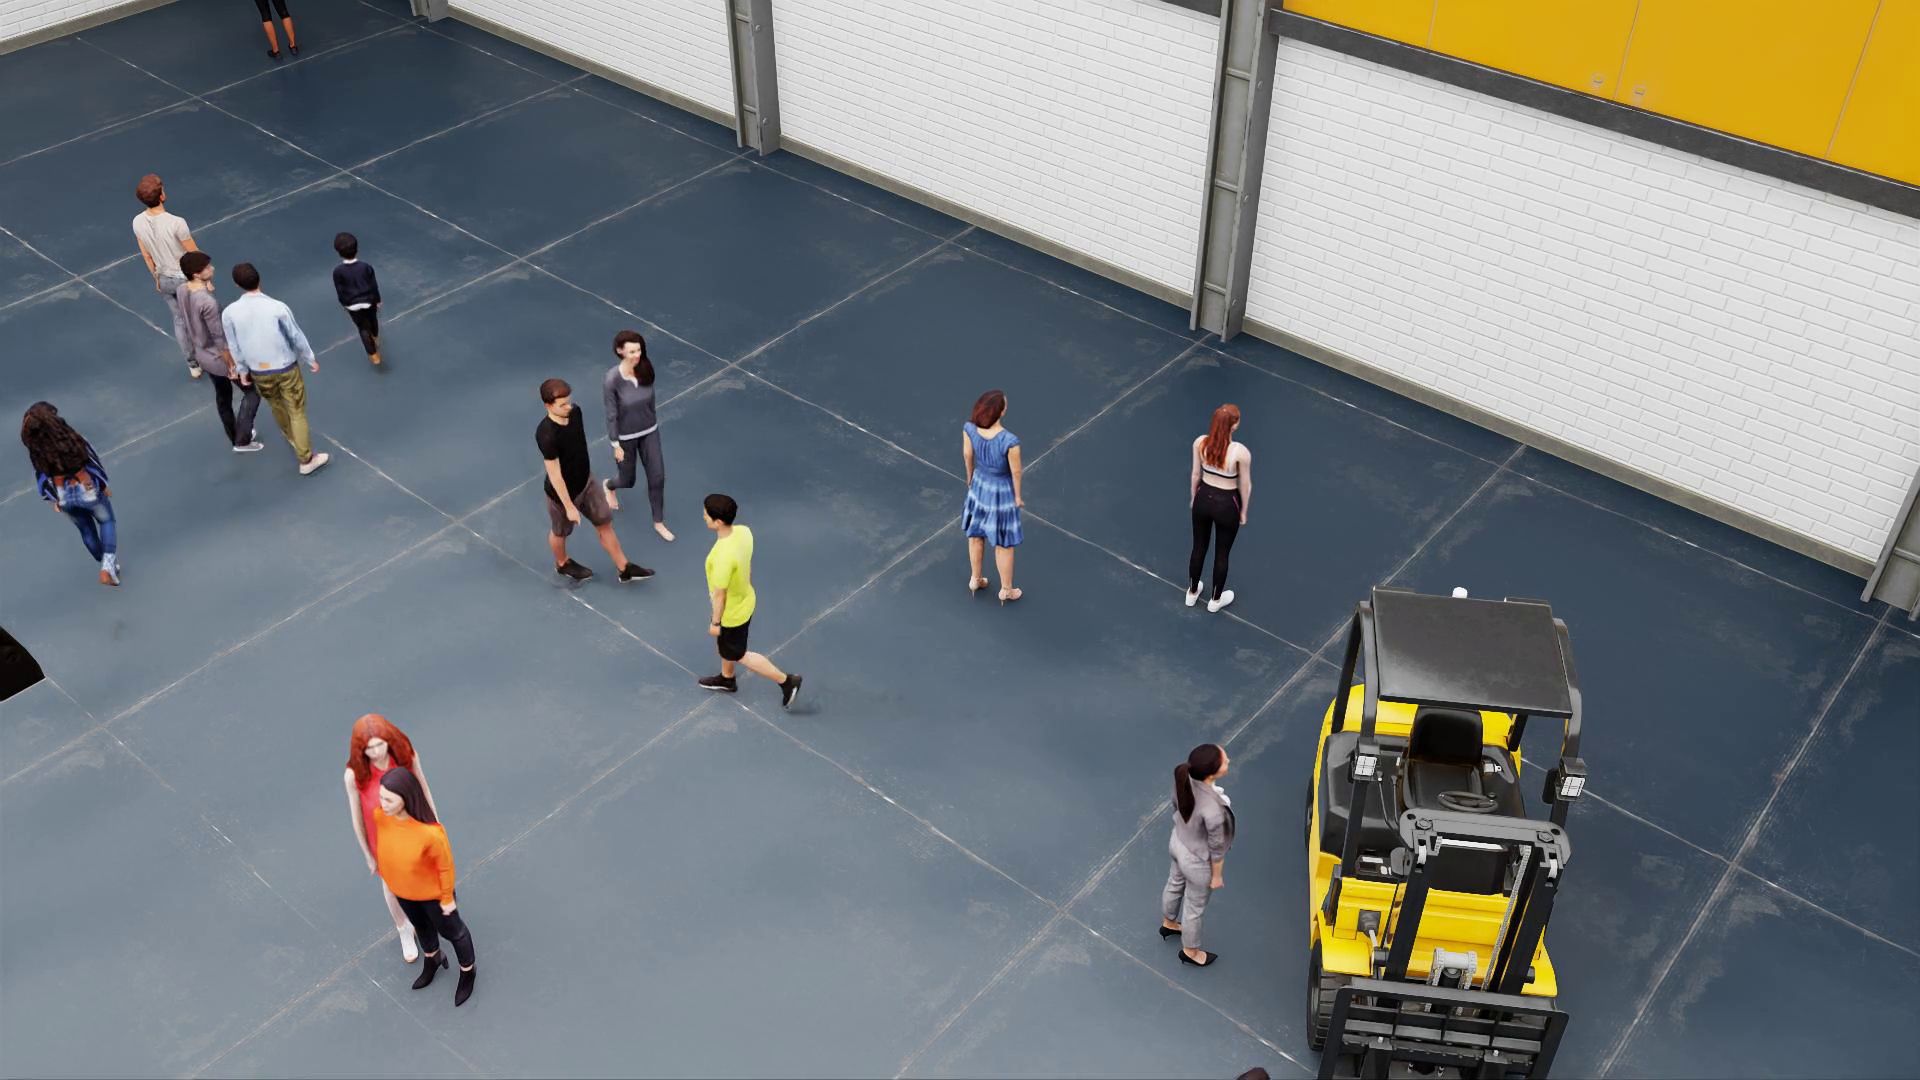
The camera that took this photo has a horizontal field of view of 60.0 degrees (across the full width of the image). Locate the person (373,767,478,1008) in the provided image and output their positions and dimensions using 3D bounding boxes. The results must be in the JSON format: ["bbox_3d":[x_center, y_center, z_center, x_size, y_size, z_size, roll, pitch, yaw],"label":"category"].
[{"bbox_3d":[-2.964,1.898,9.193,0.575,1.748,0.733,17,42,20],"label":"person"}]

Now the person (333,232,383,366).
[{"bbox_3d":[-5.274,-2.099,14.637,0.694,1.201,0.910,-19,42,-22],"label":"person"}]

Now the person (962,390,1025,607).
[{"bbox_3d":[0.241,-0.300,11.900,0.548,1.805,0.751,22,44,25],"label":"person"}]

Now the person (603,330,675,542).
[{"bbox_3d":[-2.525,-0.831,12.609,0.712,1.750,1.031,-28,46,-30],"label":"person"}]

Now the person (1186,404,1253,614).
[{"bbox_3d":[1.827,-0.230,11.863,0.509,1.742,0.683,20,43,23],"label":"person"}]

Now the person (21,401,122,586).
[{"bbox_3d":[-6.364,-0.270,12.022,0.795,1.607,0.870,-10,40,-13],"label":"person"}]

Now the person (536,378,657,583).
[{"bbox_3d":[-2.903,-0.420,12.032,1.155,1.828,0.913,11,40,14],"label":"person"}]

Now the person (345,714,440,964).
[{"bbox_3d":[-3.172,1.666,9.421,0.652,1.827,0.612,-22,43,-25],"label":"person"}]

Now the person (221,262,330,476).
[{"bbox_3d":[-5.450,-1.314,13.185,1.025,1.787,1.088,-3,39,-3],"label":"person"}]

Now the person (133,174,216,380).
[{"bbox_3d":[-6.686,-2.239,14.253,0.701,1.898,0.796,2,39,3],"label":"person"}]

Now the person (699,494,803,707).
[{"bbox_3d":[-1.435,0.432,11.077,1.106,1.687,0.957,5,39,6],"label":"person"}]

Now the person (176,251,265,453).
[{"bbox_3d":[-5.965,-1.435,13.293,0.666,1.841,0.801,20,43,23],"label":"person"}]

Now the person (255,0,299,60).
[{"bbox_3d":[-8.317,-6.657,19.907,0.646,1.747,0.592,-27,46,-30],"label":"person"}]

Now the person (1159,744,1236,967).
[{"bbox_3d":[1.325,1.772,9.408,0.774,1.678,0.672,-15,41,-18],"label":"person"}]
